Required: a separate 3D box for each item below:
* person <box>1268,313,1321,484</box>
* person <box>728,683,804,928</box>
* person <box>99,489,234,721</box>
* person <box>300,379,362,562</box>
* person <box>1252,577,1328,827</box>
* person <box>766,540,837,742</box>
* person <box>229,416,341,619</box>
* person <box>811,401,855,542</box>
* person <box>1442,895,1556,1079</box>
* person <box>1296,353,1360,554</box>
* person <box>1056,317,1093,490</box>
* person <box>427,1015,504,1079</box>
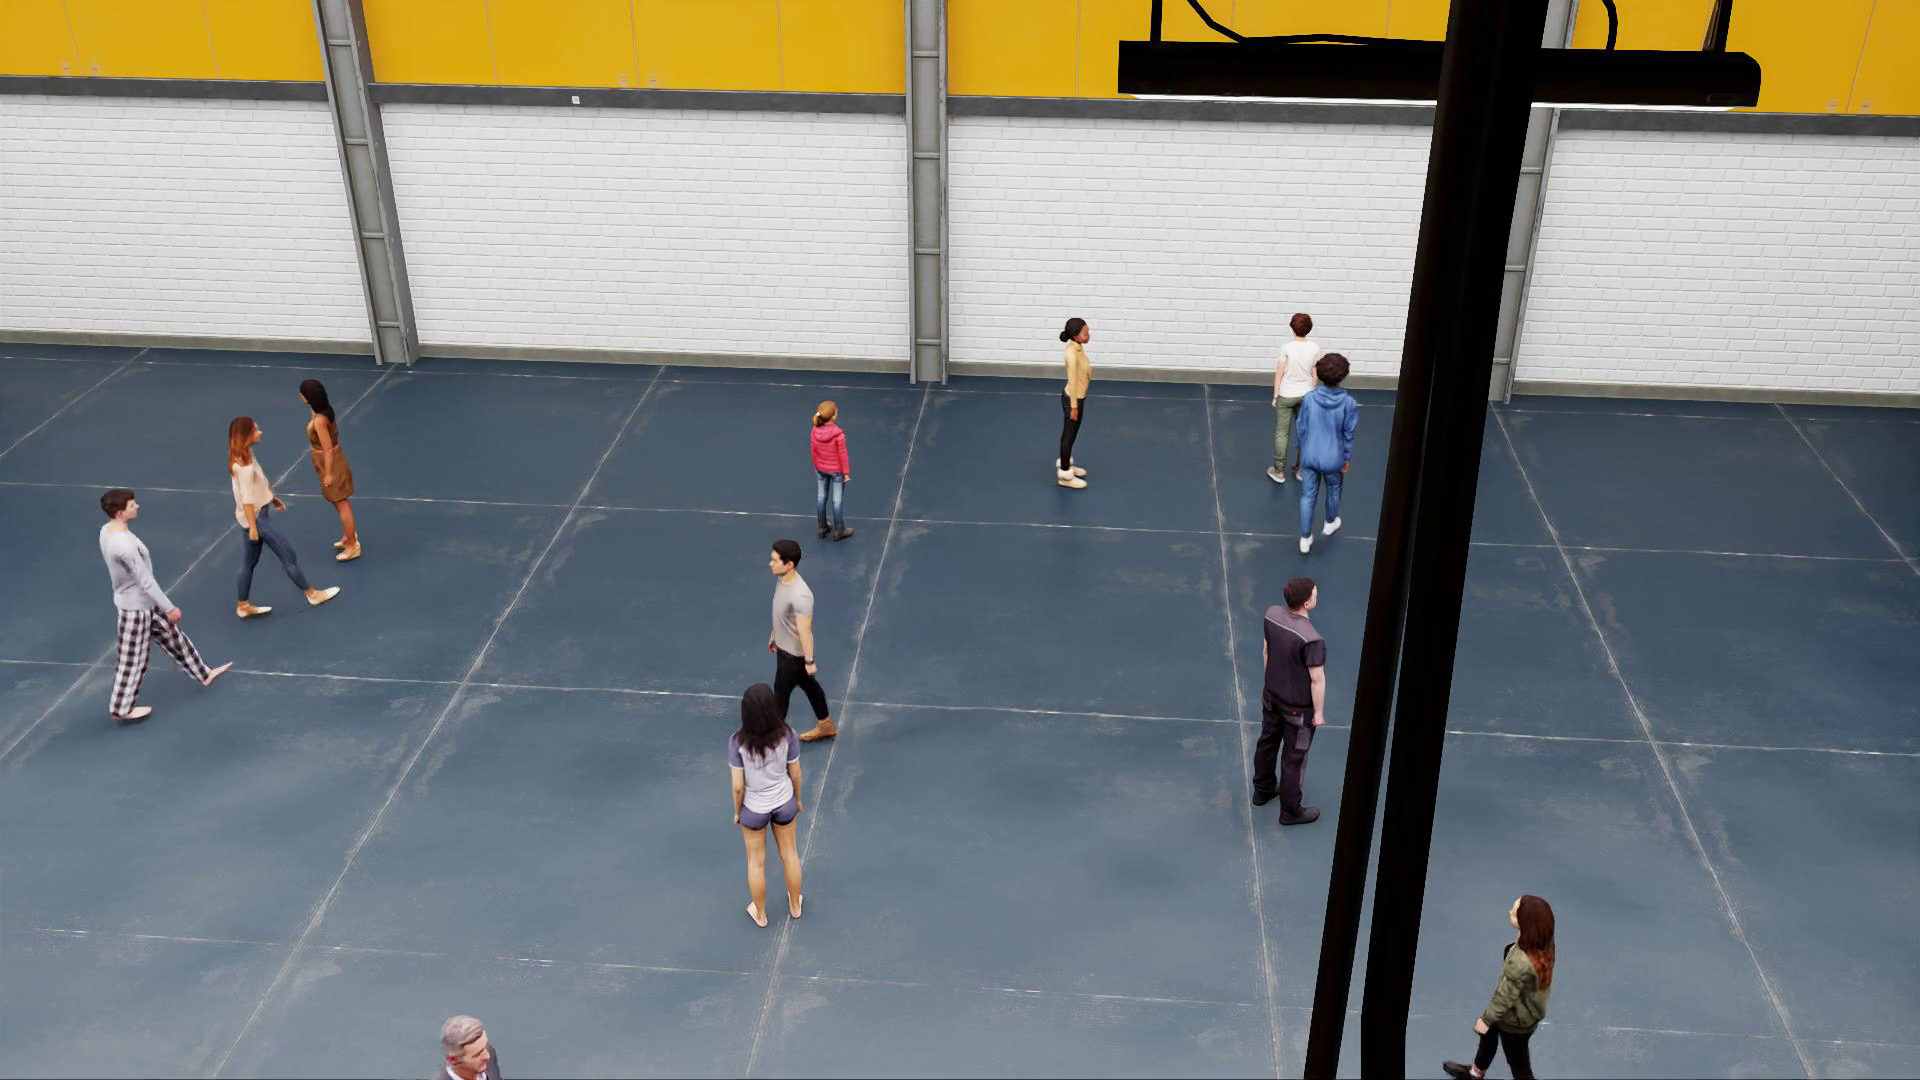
[{"bbox_3d":[3.167,-1.348,15.724,0.549,1.650,0.664,-4,29,-7],"label":"person"},{"bbox_3d":[-1.181,1.623,10.192,0.576,1.733,0.714,-10,30,-17],"label":"person"},{"bbox_3d":[-6.101,0.520,12.140,1.219,1.803,1.105,-18,34,-30],"label":"person"},{"bbox_3d":[-5.418,-0.618,14.349,0.633,1.686,0.628,-10,30,-18],"label":"person"},{"bbox_3d":[2.209,1.055,11.115,0.811,1.846,0.796,-16,32,-26],"label":"person"},{"bbox_3d":[-1.097,0.754,11.828,1.108,1.692,0.876,-9,30,-15],"label":"person"},{"bbox_3d":[-5.772,-0.142,13.412,1.131,1.748,0.951,-14,32,-24],"label":"person"},{"bbox_3d":[-1.154,-0.619,14.735,0.536,1.318,0.637,13,31,23],"label":"person"},{"bbox_3d":[3.029,2.529,8.820,0.866,1.457,0.758,13,31,23],"label":"person"},{"bbox_3d":[3.131,-0.713,14.420,0.956,1.784,0.927,11,31,20],"label":"person"},{"bbox_3d":[1.064,-1.315,15.653,0.538,1.660,0.587,3,29,6],"label":"person"},{"bbox_3d":[-2.350,2.913,7.744,0.907,1.812,0.804,8,30,15],"label":"person"}]
